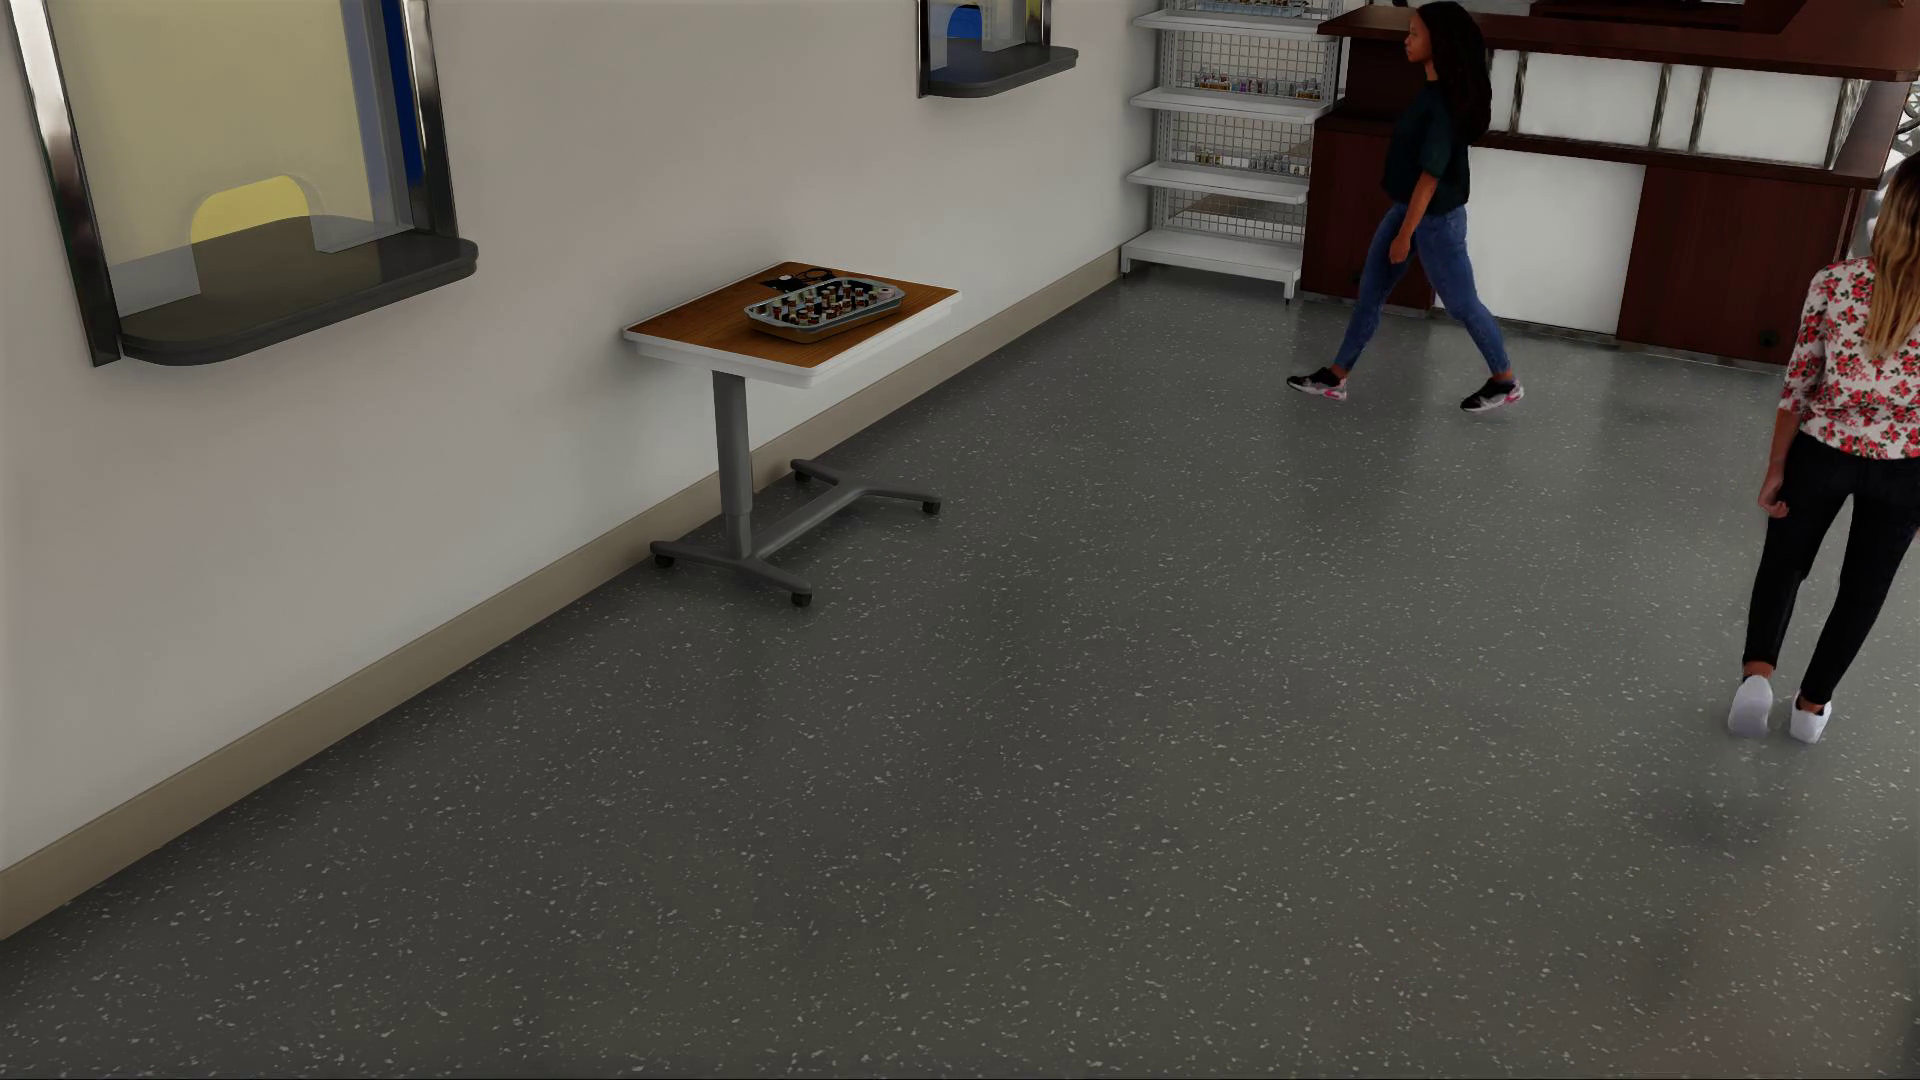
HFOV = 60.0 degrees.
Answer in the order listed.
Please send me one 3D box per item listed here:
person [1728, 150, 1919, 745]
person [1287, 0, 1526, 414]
[{"bbox_3d":[2.246,-0.154,4.175,0.771,1.618,0.655,16,30,30],"label":"person"},{"bbox_3d":[1.901,-1.216,6.434,1.231,1.569,0.902,3,26,7],"label":"person"}]
